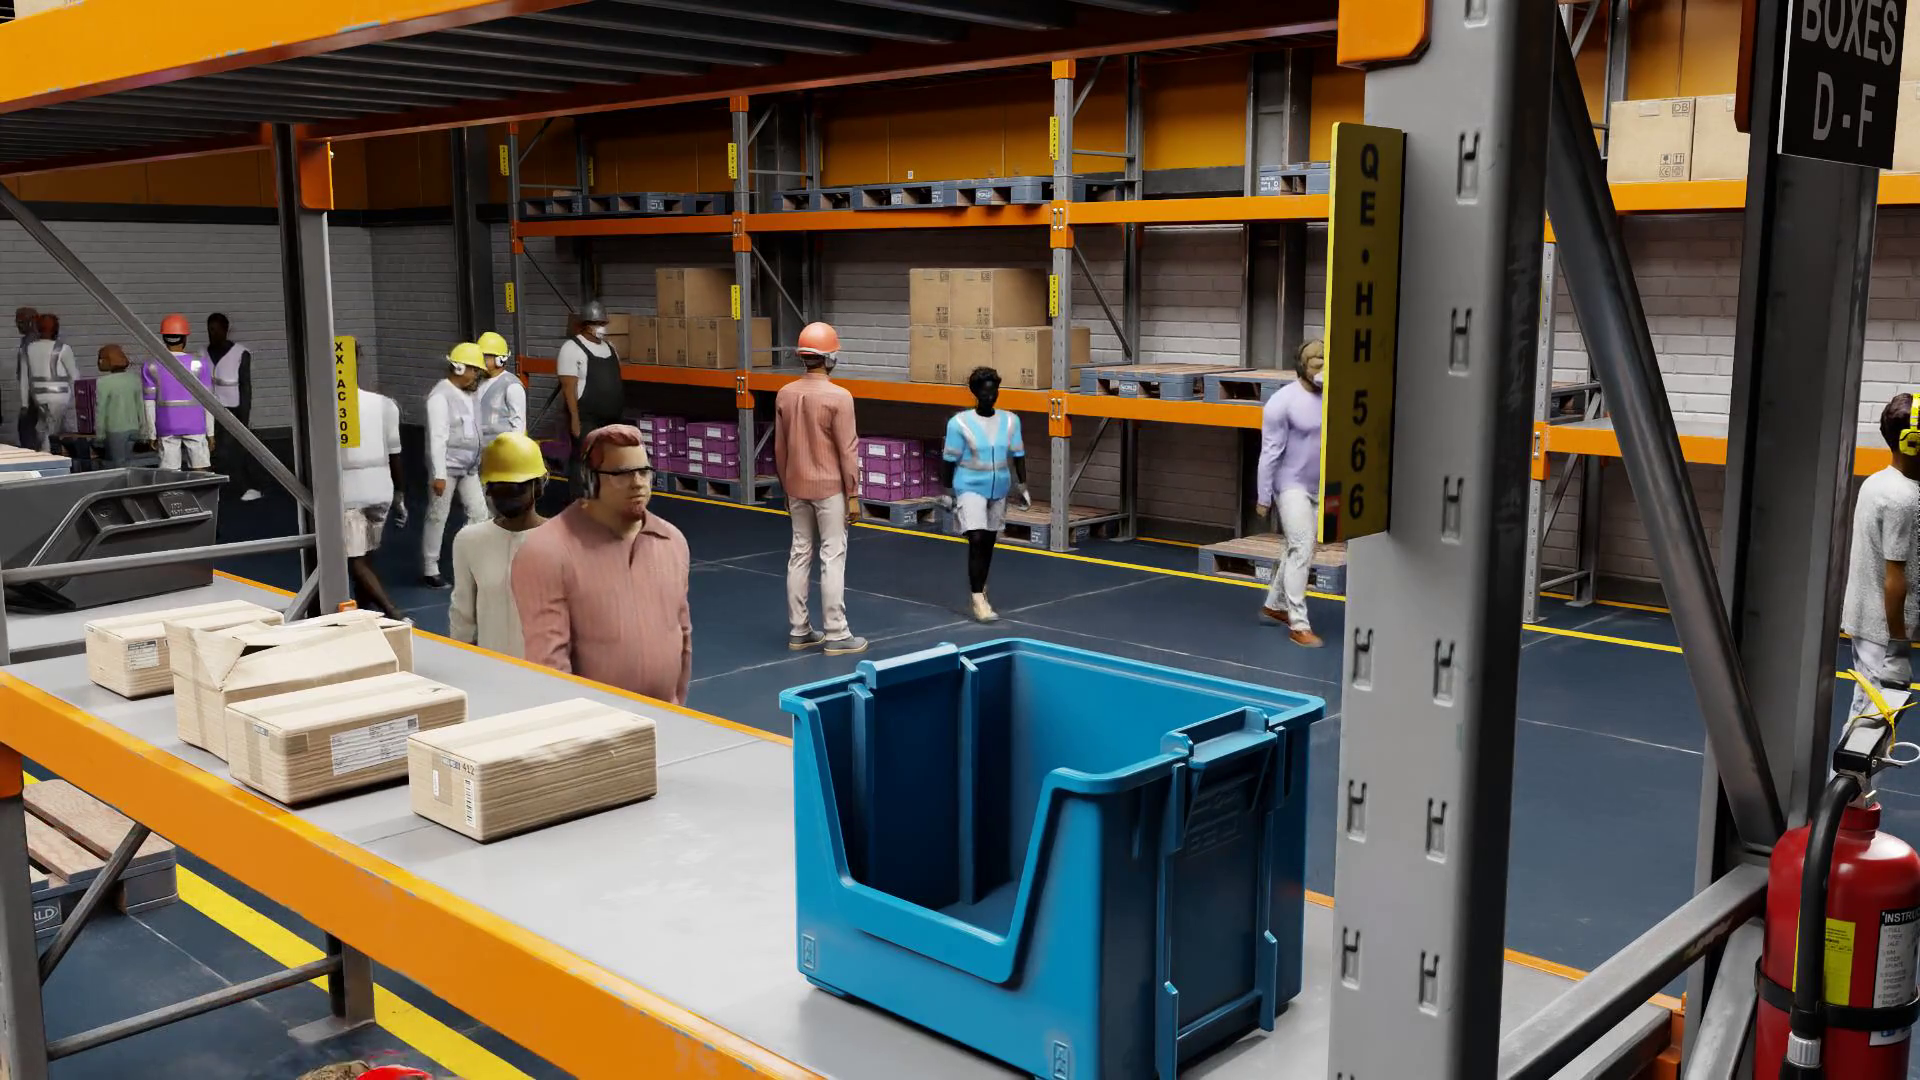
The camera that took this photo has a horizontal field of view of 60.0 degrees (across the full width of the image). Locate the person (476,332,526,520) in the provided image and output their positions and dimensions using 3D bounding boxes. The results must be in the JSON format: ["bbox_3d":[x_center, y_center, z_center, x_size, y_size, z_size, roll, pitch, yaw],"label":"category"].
[{"bbox_3d":[-3.576,-0.673,12.764,0.590,1.837,0.403,7,12,37],"label":"person"}]

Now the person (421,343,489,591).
[{"bbox_3d":[-3.587,-0.516,11.950,0.755,1.777,0.689,2,10,14],"label":"person"}]

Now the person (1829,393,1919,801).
[{"bbox_3d":[3.482,0.376,6.233,0.323,1.870,0.518,3,10,20],"label":"person"}]

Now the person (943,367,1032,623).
[{"bbox_3d":[0.199,-0.293,10.941,0.551,1.661,0.751,-5,10,-27],"label":"person"}]

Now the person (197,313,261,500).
[{"bbox_3d":[-7.290,-1.284,16.404,0.620,1.874,0.908,2,10,13],"label":"person"}]

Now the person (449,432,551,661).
[{"bbox_3d":[-1.515,0.502,5.781,0.533,1.765,0.331,1,9,6],"label":"person"}]

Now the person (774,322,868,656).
[{"bbox_3d":[-0.839,-0.304,10.005,0.620,1.997,0.372,7,11,36],"label":"person"}]

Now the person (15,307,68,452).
[{"bbox_3d":[-10.303,-1.638,18.522,0.745,1.878,0.692,-2,9,-10],"label":"person"}]

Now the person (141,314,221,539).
[{"bbox_3d":[-6.584,-0.936,14.063,0.547,1.938,0.377,-3,10,-17],"label":"person"}]

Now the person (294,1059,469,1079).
[{"bbox_3d":[-0.478,1.226,1.244,0.866,1.812,0.572,7,12,39],"label":"person"}]

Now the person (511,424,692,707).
[{"bbox_3d":[-1.009,0.575,5.079,0.649,1.850,0.972,-8,12,-41],"label":"person"}]

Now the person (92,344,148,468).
[{"bbox_3d":[-7.754,-0.987,15.341,0.355,1.622,0.499,2,10,14],"label":"person"}]

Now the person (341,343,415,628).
[{"bbox_3d":[-3.550,-0.248,9.909,0.902,1.934,0.621,7,12,37],"label":"person"}]

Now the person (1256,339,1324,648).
[{"bbox_3d":[2.082,-0.308,10.378,0.650,1.904,0.731,-6,11,-31],"label":"person"}]

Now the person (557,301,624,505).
[{"bbox_3d":[-3.335,-1.185,15.278,0.535,2.000,0.690,5,11,29],"label":"person"}]

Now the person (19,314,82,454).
[{"bbox_3d":[-9.703,-1.503,17.845,0.587,1.829,0.993,1,9,8],"label":"person"}]

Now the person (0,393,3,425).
[{"bbox_3d":[-9.989,-1.307,16.763,0.659,1.815,0.439,2,9,11],"label":"person"}]
